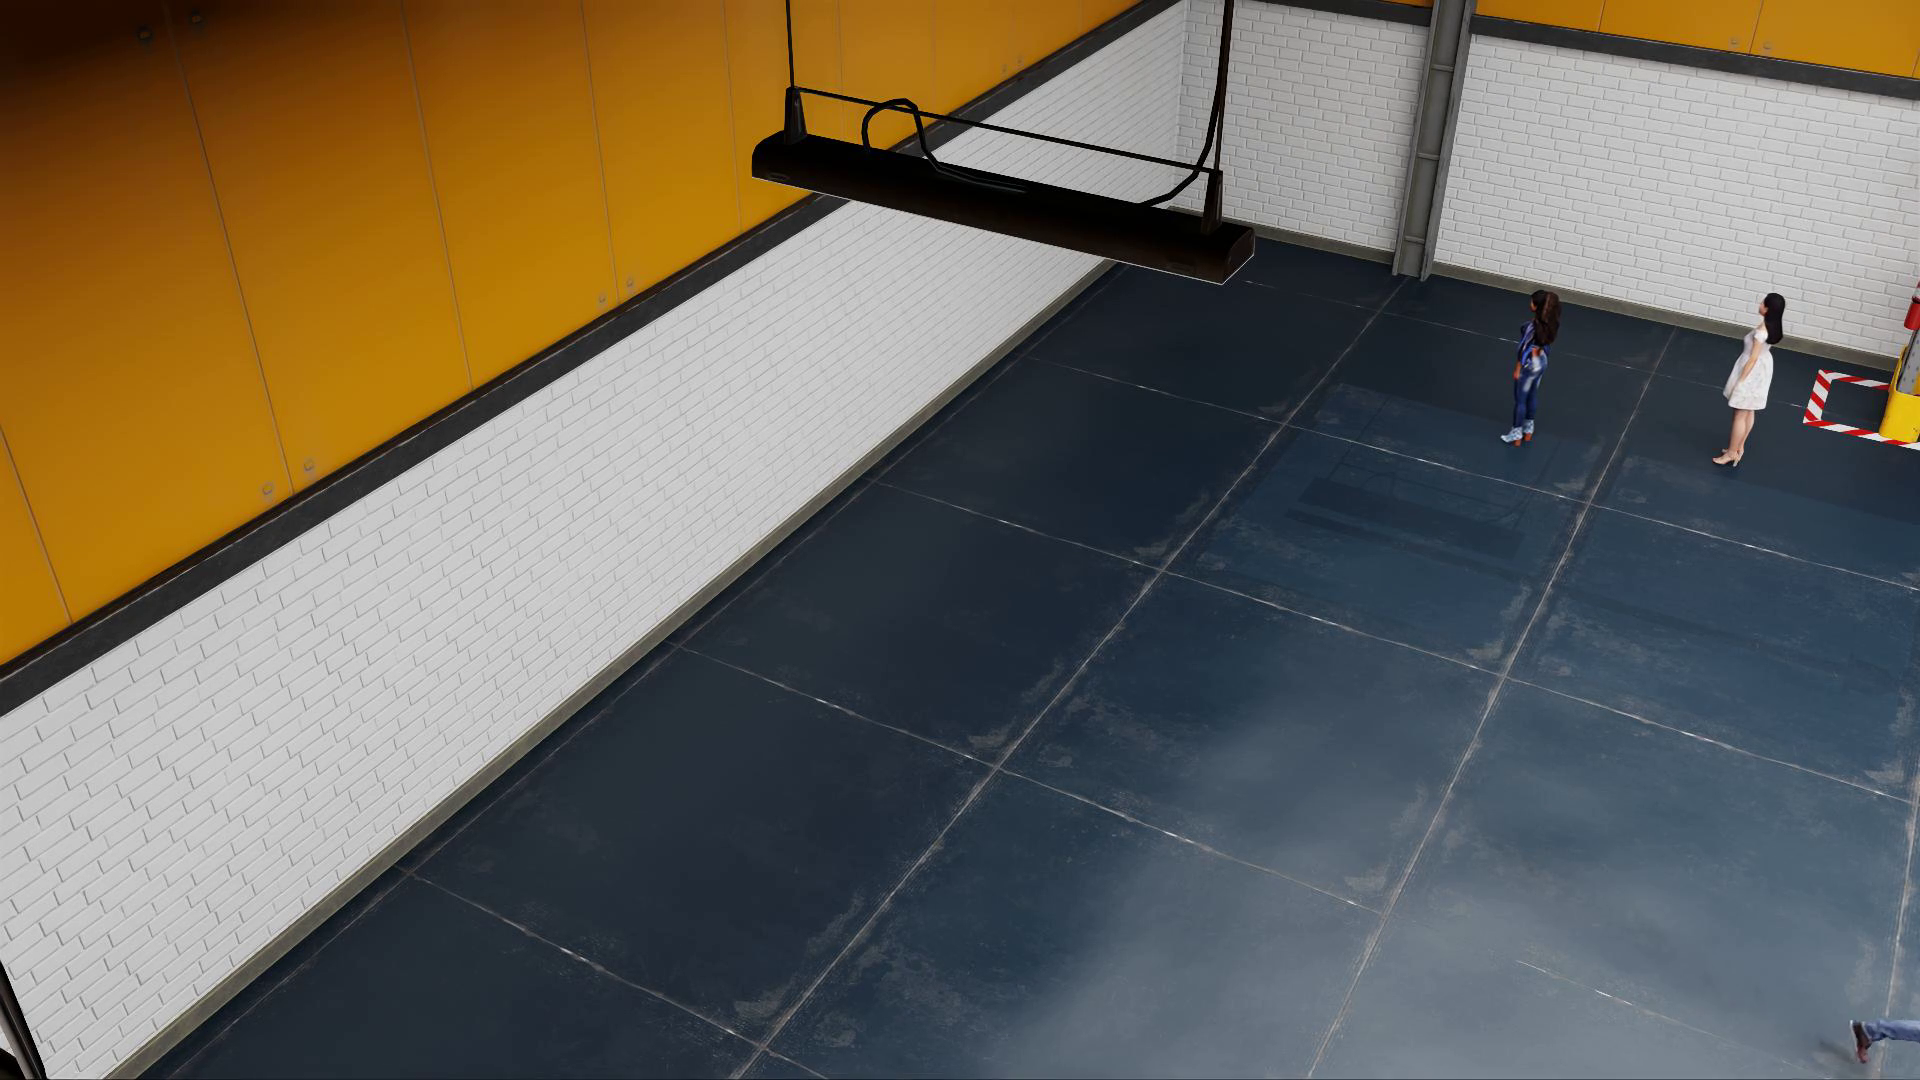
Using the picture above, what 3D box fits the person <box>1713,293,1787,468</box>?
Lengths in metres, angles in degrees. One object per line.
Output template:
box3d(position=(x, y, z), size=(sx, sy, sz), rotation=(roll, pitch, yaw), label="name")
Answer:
box3d(position=(7.464, -1.515, 15.695), size=(0.719, 1.775, 0.724), rotation=(-28, 43, -35), label="person")

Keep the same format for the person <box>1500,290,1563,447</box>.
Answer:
box3d(position=(5.520, -1.674, 16.072), size=(0.670, 1.622, 0.644), rotation=(-27, 42, -35), label="person")
